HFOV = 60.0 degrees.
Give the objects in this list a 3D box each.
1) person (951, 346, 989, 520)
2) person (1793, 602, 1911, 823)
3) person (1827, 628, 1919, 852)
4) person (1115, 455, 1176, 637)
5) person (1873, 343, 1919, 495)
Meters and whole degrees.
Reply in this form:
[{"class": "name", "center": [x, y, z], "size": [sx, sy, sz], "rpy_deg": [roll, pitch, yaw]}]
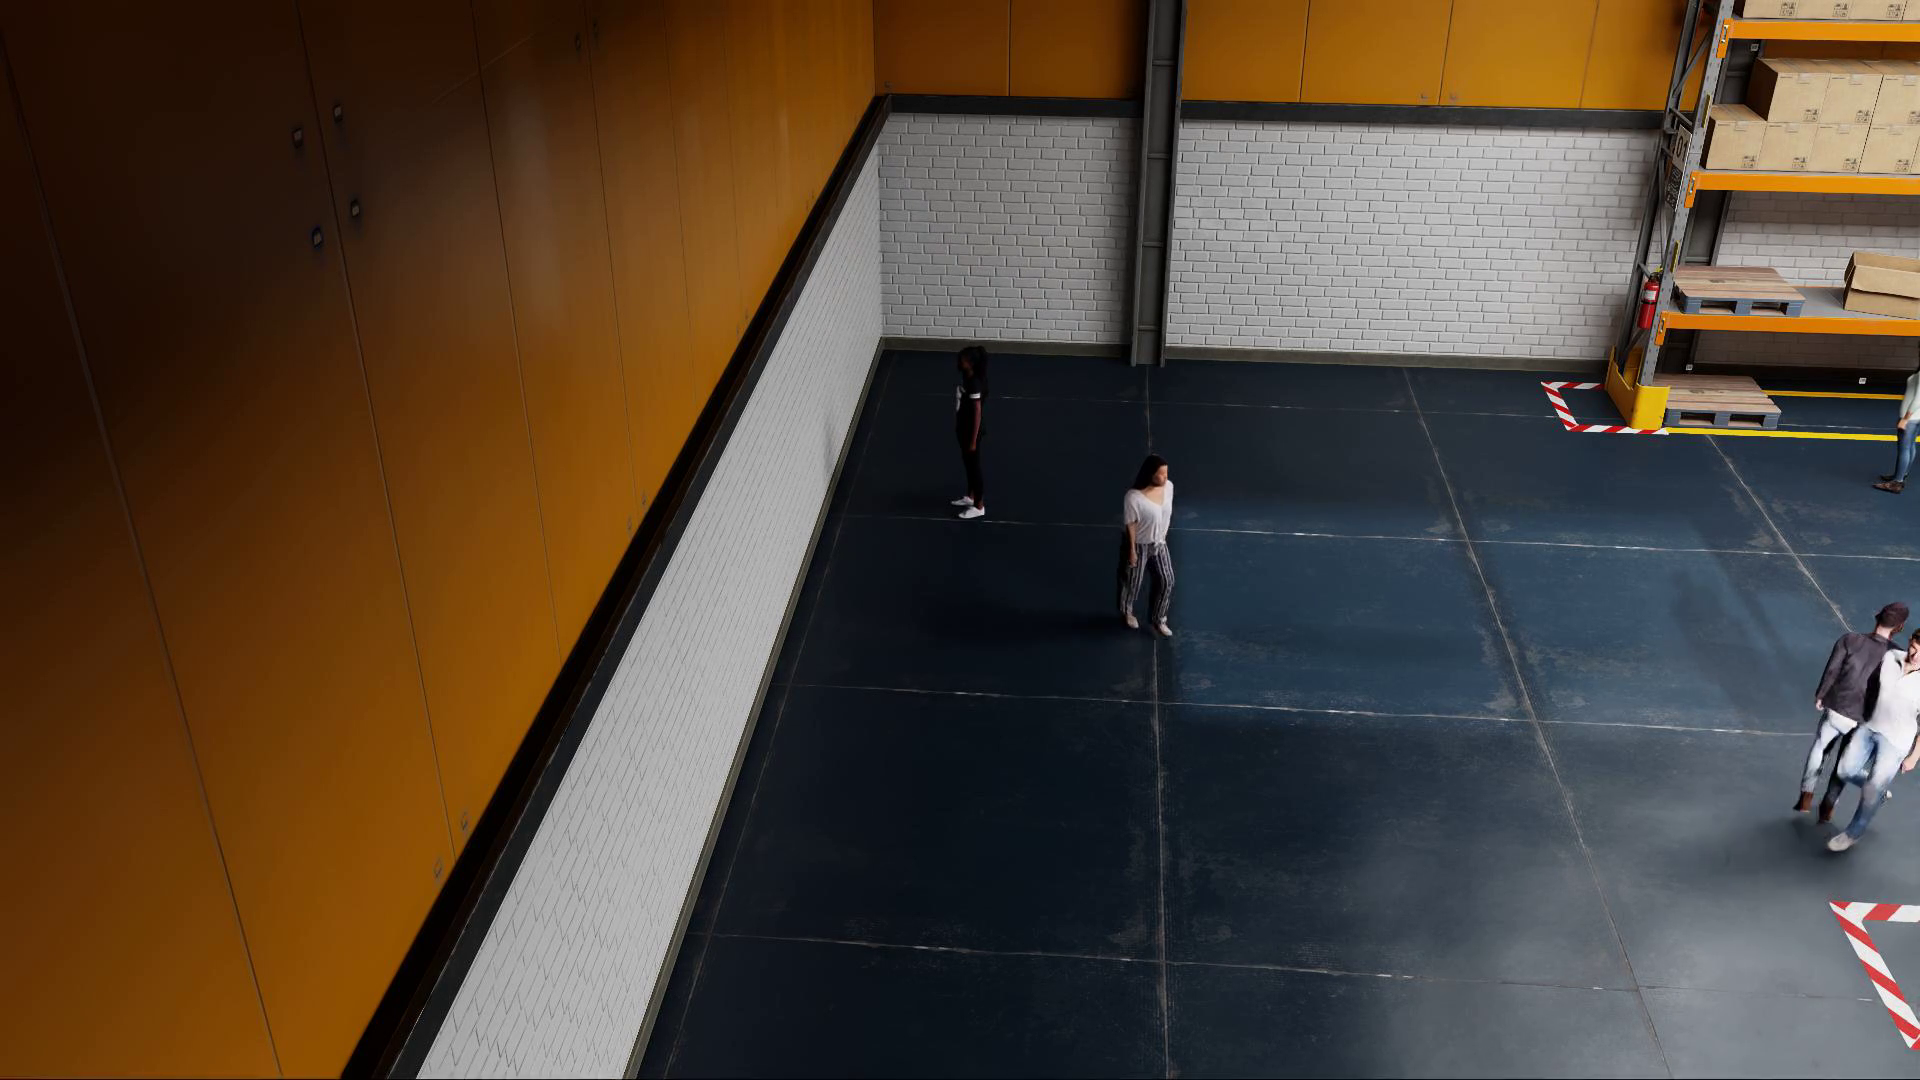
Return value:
[{"class": "person", "center": [0.095, -1.043, 15.946], "size": [0.646, 1.730, 0.673], "rpy_deg": [-6, 29, -11]}, {"class": "person", "center": [6.246, 1.256, 11.635], "size": [0.844, 1.822, 0.912], "rpy_deg": [14, 32, 24]}, {"class": "person", "center": [6.444, 1.345, 11.459], "size": [0.989, 1.835, 0.895], "rpy_deg": [-11, 31, -20]}, {"class": "person", "center": [1.515, -0.002, 14.116], "size": [0.943, 1.656, 0.980], "rpy_deg": [-13, 31, -23]}, {"class": "person", "center": [9.422, -1.259, 16.423], "size": [0.681, 1.654, 0.642], "rpy_deg": [25, 37, 38]}]
